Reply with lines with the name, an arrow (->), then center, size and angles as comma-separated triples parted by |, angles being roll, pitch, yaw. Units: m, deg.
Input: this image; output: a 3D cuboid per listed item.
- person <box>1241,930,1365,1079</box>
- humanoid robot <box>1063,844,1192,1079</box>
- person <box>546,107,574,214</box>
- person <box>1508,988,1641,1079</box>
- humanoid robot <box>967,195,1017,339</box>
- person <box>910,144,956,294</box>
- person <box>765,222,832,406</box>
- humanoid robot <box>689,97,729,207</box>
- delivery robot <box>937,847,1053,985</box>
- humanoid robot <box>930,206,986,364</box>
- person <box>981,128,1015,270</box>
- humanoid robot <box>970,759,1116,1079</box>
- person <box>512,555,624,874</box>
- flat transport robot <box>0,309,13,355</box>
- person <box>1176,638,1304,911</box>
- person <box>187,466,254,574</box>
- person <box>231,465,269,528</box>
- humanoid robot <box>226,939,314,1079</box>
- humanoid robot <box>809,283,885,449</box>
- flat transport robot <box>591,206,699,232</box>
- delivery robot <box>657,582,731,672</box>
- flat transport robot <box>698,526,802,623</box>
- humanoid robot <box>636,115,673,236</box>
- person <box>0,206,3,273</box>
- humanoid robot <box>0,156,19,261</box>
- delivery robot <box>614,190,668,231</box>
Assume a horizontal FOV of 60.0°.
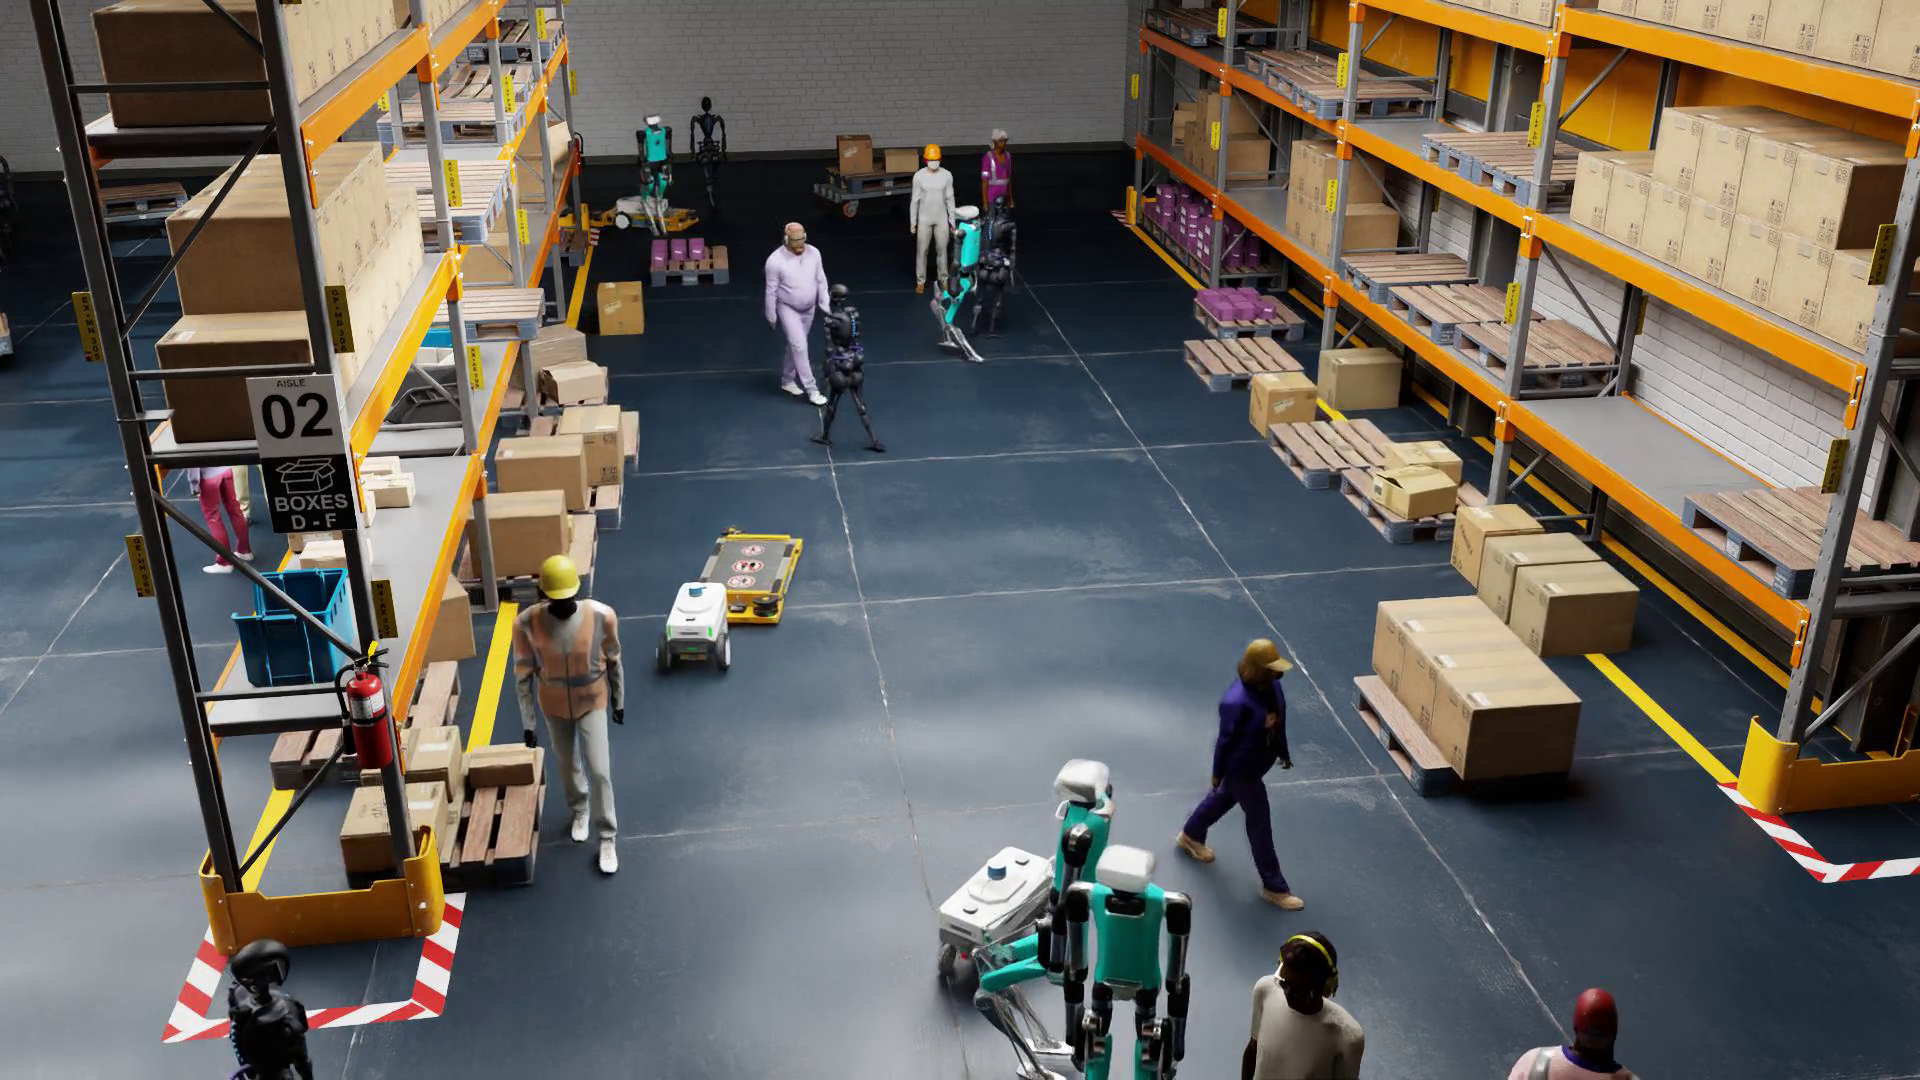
person -> 1.267, 2.301, 6.450 | 0.507, 1.868, 0.328 | 20, 31, 38
humanoid robot -> 0.635, 2.217, 6.859 | 0.558, 1.807, 0.842 | 6, 24, 13
person -> -6.215, -5.662, 24.773 | 0.554, 1.712, 0.873 | 12, 26, 25
person -> 2.363, 2.413, 6.378 | 0.660, 1.712, 0.843 | 13, 27, 28
humanoid robot -> 0.350, -3.128, 19.055 | 0.620, 1.635, 0.425 | 14, 27, 29
person -> -0.345, -4.021, 20.844 | 0.579, 1.884, 0.404 | -5, 24, -11
person -> -1.590, -2.303, 16.943 | 0.629, 1.857, 0.940 | -22, 32, -40
humanoid robot -> -3.877, -5.978, 25.613 | 0.612, 1.633, 0.774 | -8, 25, -18
delivery robot -> 0.207, 1.966, 8.867 | 0.499, 0.613, 0.811 | 15, 28, 30
humanoid robot -> -0.088, -2.811, 18.260 | 0.953, 1.758, 0.573 | 14, 27, 29
person -> 0.500, -4.532, 22.039 | 0.525, 1.844, 0.321 | -19, 30, -36
humanoid robot -> 0.329, 1.746, 7.708 | 0.735, 1.677, 0.533 | 7, 25, 15
person -> -2.201, 0.974, 9.429 | 0.592, 1.898, 0.834 | -3, 24, -7
flat transport robot -> -11.023, -1.977, 18.181 | 0.659, 0.231, 1.431 | -13, 27, -27
person -> 1.578, 1.226, 9.259 | 0.875, 1.582, 0.456 | 18, 29, 35
person -> -5.928, -0.517, 13.169 | 0.277, 1.628, 0.503 | 5, 24, 12
person -> -5.979, -0.925, 13.940 | 0.571, 1.746, 0.345 | -11, 26, -24
humanoid robot -> -2.723, 2.282, 6.768 | 0.602, 1.630, 0.757 | 16, 29, 33
humanoid robot -> -1.084, -1.636, 15.717 | 0.794, 1.621, 0.588 | 13, 27, 27
flat transport robot -> -4.630, -4.728, 24.450 | 1.431, 0.231, 0.659 | 6, 24, 14
delivery robot -> -1.888, 0.617, 11.941 | 0.499, 0.614, 0.791 | 0, 24, 0
flat transport robot -> -1.657, 0.269, 13.065 | 0.659, 0.231, 1.431 | 1, 24, 2
humanoid robot -> -4.399, -5.147, 23.656 | 0.533, 1.839, 0.728 | -17, 29, -33
person -> -12.858, -4.464, 21.771 | 0.529, 1.935, 0.470 | -14, 27, -28
humanoid robot -> -13.134, -4.637, 22.532 | 0.599, 1.629, 0.778 | -14, 28, -30
delivery robot -> -4.649, -4.802, 24.275 | 0.806, 0.604, 0.499 | 4, 24, 10
